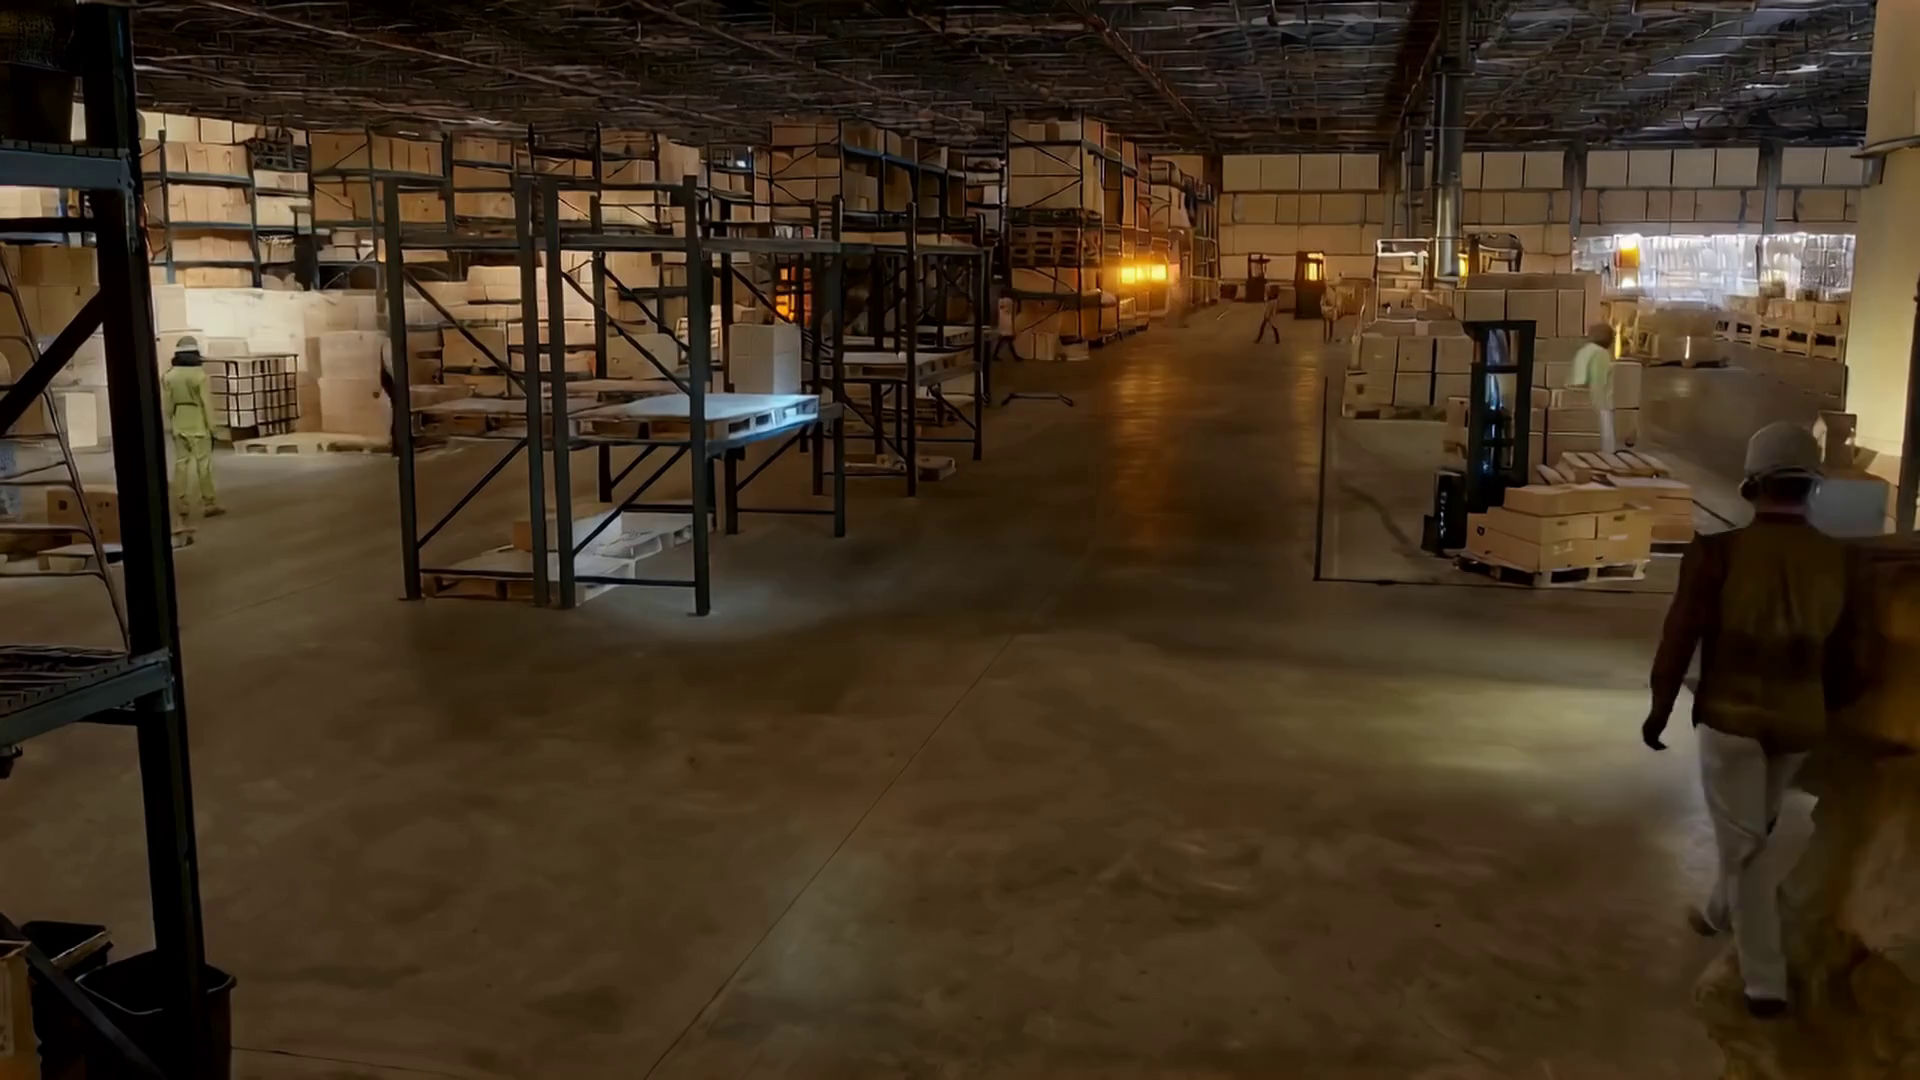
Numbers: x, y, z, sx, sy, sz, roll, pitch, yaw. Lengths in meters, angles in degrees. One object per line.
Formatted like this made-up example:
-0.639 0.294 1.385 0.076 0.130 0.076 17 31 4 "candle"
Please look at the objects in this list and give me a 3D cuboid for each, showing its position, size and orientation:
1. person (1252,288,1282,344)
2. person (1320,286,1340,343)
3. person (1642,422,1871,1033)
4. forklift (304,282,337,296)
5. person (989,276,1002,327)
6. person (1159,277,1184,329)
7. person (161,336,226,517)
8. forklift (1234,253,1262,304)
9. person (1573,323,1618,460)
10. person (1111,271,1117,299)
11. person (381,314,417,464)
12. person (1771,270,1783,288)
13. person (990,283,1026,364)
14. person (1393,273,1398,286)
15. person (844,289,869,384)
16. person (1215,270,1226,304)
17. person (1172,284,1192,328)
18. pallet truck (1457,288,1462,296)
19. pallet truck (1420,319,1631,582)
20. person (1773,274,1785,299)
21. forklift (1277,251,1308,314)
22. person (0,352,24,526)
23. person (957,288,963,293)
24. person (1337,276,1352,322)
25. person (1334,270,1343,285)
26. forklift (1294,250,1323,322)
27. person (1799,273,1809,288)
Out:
8.986 -6.493 48.312 0.907 1.642 0.535 -4 10 -22 "person"
10.943 -6.673 49.232 0.560 1.679 0.461 3 10 17 "person"
2.647 0.586 5.507 0.606 1.952 1.021 0 10 -1 "person"
-19.767 -7.626 51.367 1.129 2.768 1.873 -2 10 -12 "forklift"
1.139 -8.296 58.309 0.674 1.863 0.932 0 10 -3 "person"
7.625 -8.475 59.439 0.962 1.862 0.650 -1 10 -8 "person"
-7.379 -1.081 15.989 0.483 1.738 0.312 1 10 6 "person"
16.212 -14.506 92.102 1.129 2.768 1.873 -6 11 -30 "forklift"
6.864 -1.476 18.183 0.977 1.799 0.639 -1 10 -7 "person"
8.457 -13.802 90.899 0.650 1.887 0.736 1 10 3 "person"
-6.771 -1.825 20.097 0.400 1.835 0.537 -5 11 -27 "person"
36.139 -10.950 73.665 0.613 1.994 0.395 -2 10 -13 "person"
1.137 -5.101 39.293 1.054 1.897 0.624 6 11 33 "person"
23.092 -13.294 88.327 0.485 1.735 0.347 -6 11 -32 "person"
-1.837 -4.023 33.002 1.011 1.891 0.549 1 10 5 "person"
14.408 -14.160 93.015 1.007 1.888 0.568 1 10 6 "person"
8.044 -8.464 60.126 0.858 1.582 0.541 -3 10 -16 "person"
20.506 -9.785 68.819 0.653 1.274 1.630 2 10 12 "pallet truck"
4.543 -0.757 13.299 0.823 1.965 1.885 -4 10 -22 "pallet truck"
36.118 -10.825 73.441 0.627 1.816 0.495 7 12 36 "person"
15.164 -11.434 73.916 1.873 2.768 1.129 4 10 21 "forklift"
-8.928 -1.071 15.379 0.367 1.932 0.623 -5 11 -26 "person"
-0.135 -9.204 63.927 0.978 1.785 0.586 2 10 13 "person"
15.260 -9.554 65.993 0.604 1.780 0.918 2 10 9 "person"
18.261 -11.999 80.056 0.605 1.940 0.408 -6 11 -31 "person"
13.778 -10.002 65.433 1.129 2.768 1.873 2 10 12 "forklift"
35.390 -10.247 69.775 0.400 1.905 0.643 6 12 34 "person"
